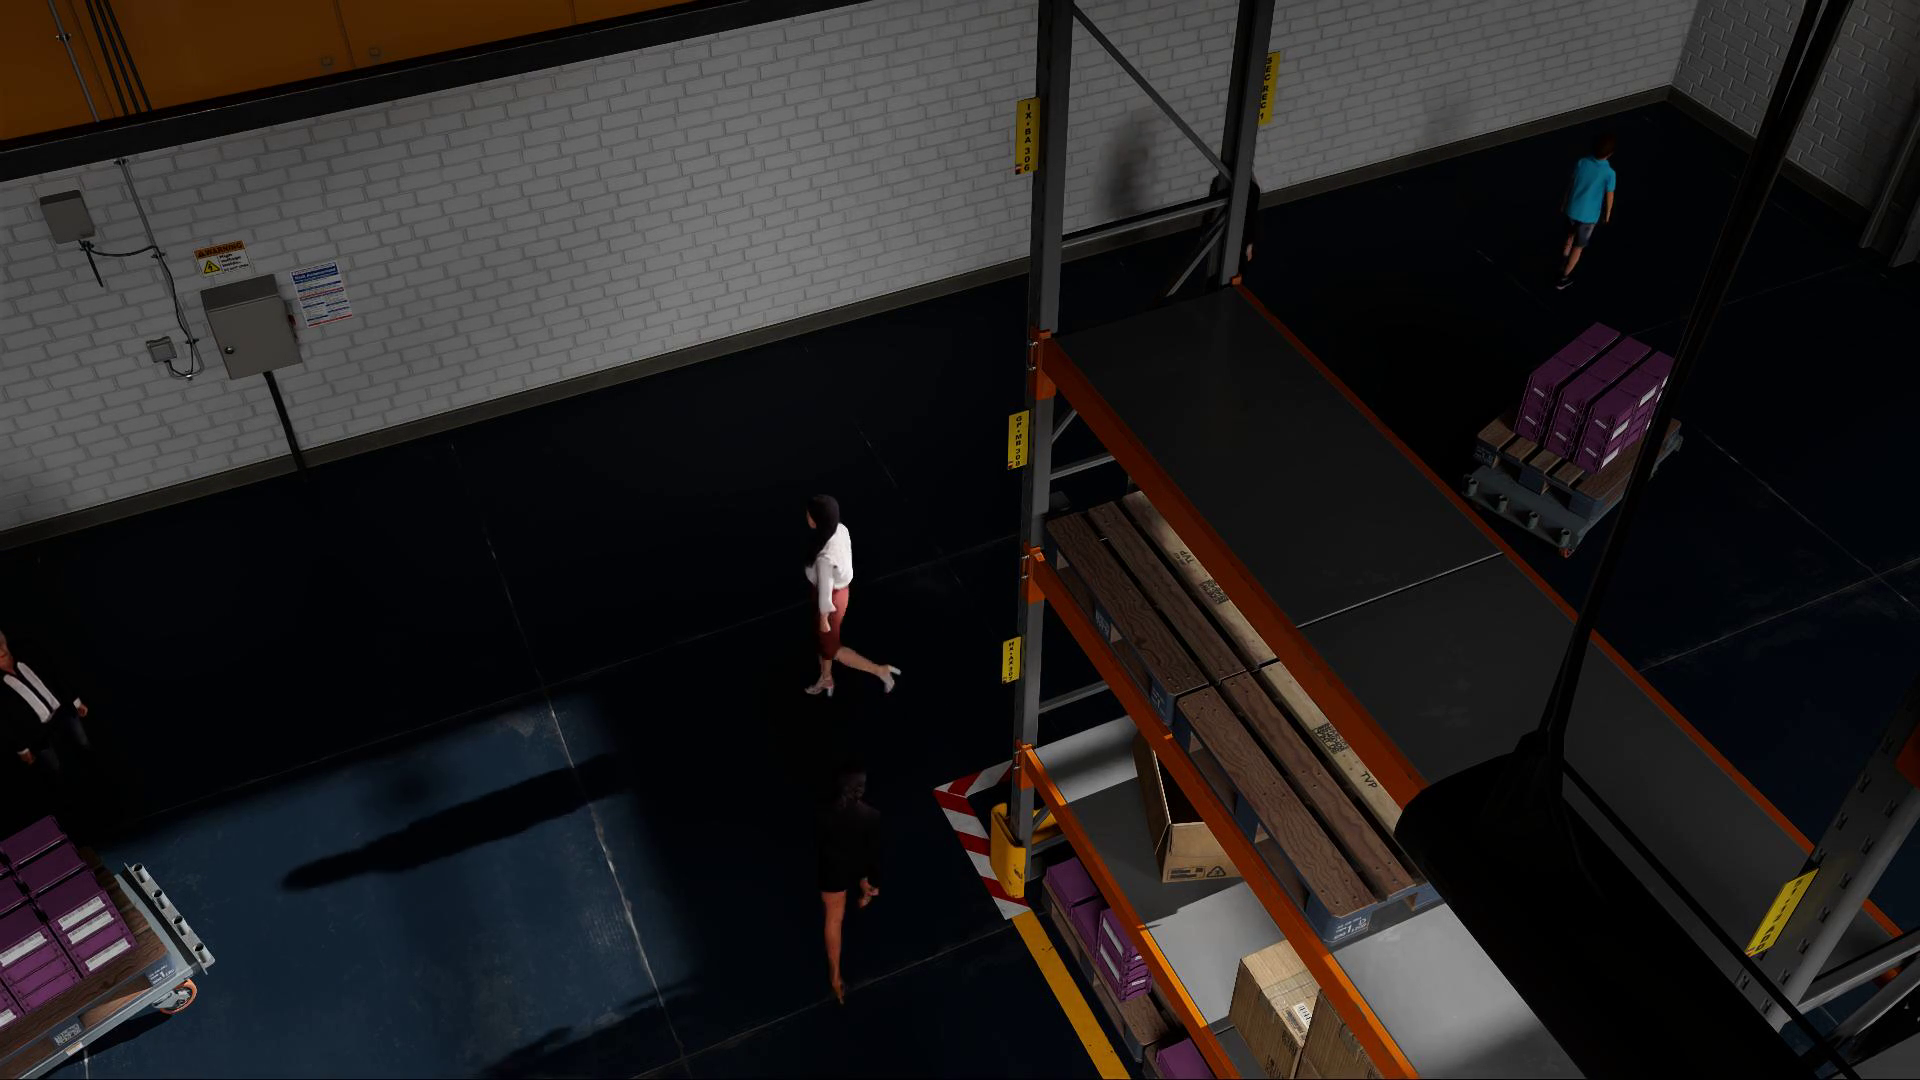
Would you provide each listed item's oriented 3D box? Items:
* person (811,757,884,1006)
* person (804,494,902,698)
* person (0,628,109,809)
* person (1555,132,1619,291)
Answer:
[{"bbox_3d":[-0.621,1.861,9.098,0.904,1.590,1.153,2,44,2],"label":"person"},{"bbox_3d":[-0.749,0.427,10.499,0.932,1.733,0.935,6,44,6],"label":"person"},{"bbox_3d":[-5.493,1.074,10.048,0.782,1.780,0.836,21,47,20],"label":"person"},{"bbox_3d":[5.245,-2.771,14.074,0.742,1.434,0.734,34,53,31],"label":"person"}]
